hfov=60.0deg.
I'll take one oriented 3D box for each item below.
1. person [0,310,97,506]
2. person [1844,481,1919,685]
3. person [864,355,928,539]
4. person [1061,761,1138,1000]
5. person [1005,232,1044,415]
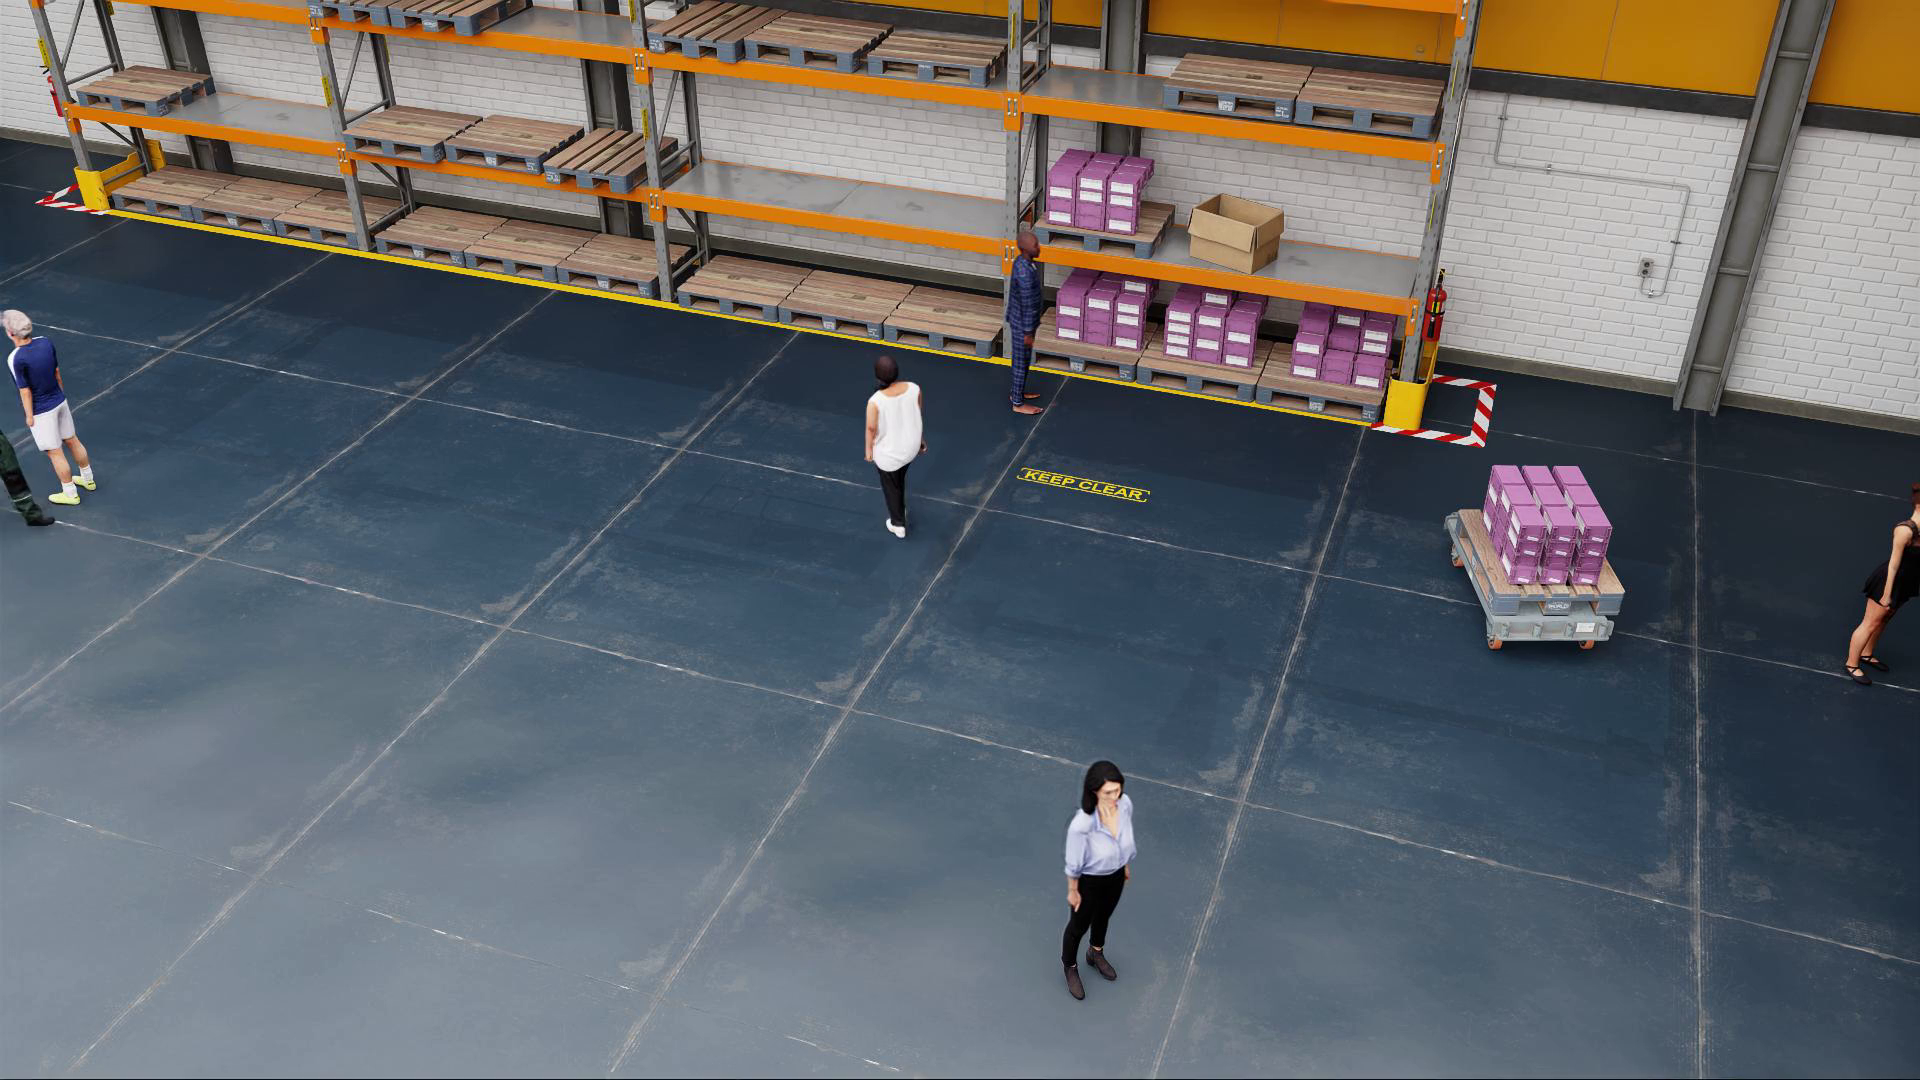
[{"bbox_3d":[-7.991,-1.176,14.546,0.597,1.839,0.661,7,34,10],"label":"person"},{"bbox_3d":[7.013,0.304,12.467,0.678,1.675,0.717,-22,39,-29],"label":"person"},{"bbox_3d":[-0.530,-0.773,14.089,0.859,1.674,0.914,-20,39,-28],"label":"person"},{"bbox_3d":[0.819,1.996,9.860,0.735,1.743,0.752,-22,39,-29],"label":"person"},{"bbox_3d":[0.612,-2.108,15.966,0.723,1.818,0.736,0,34,0],"label":"person"}]
